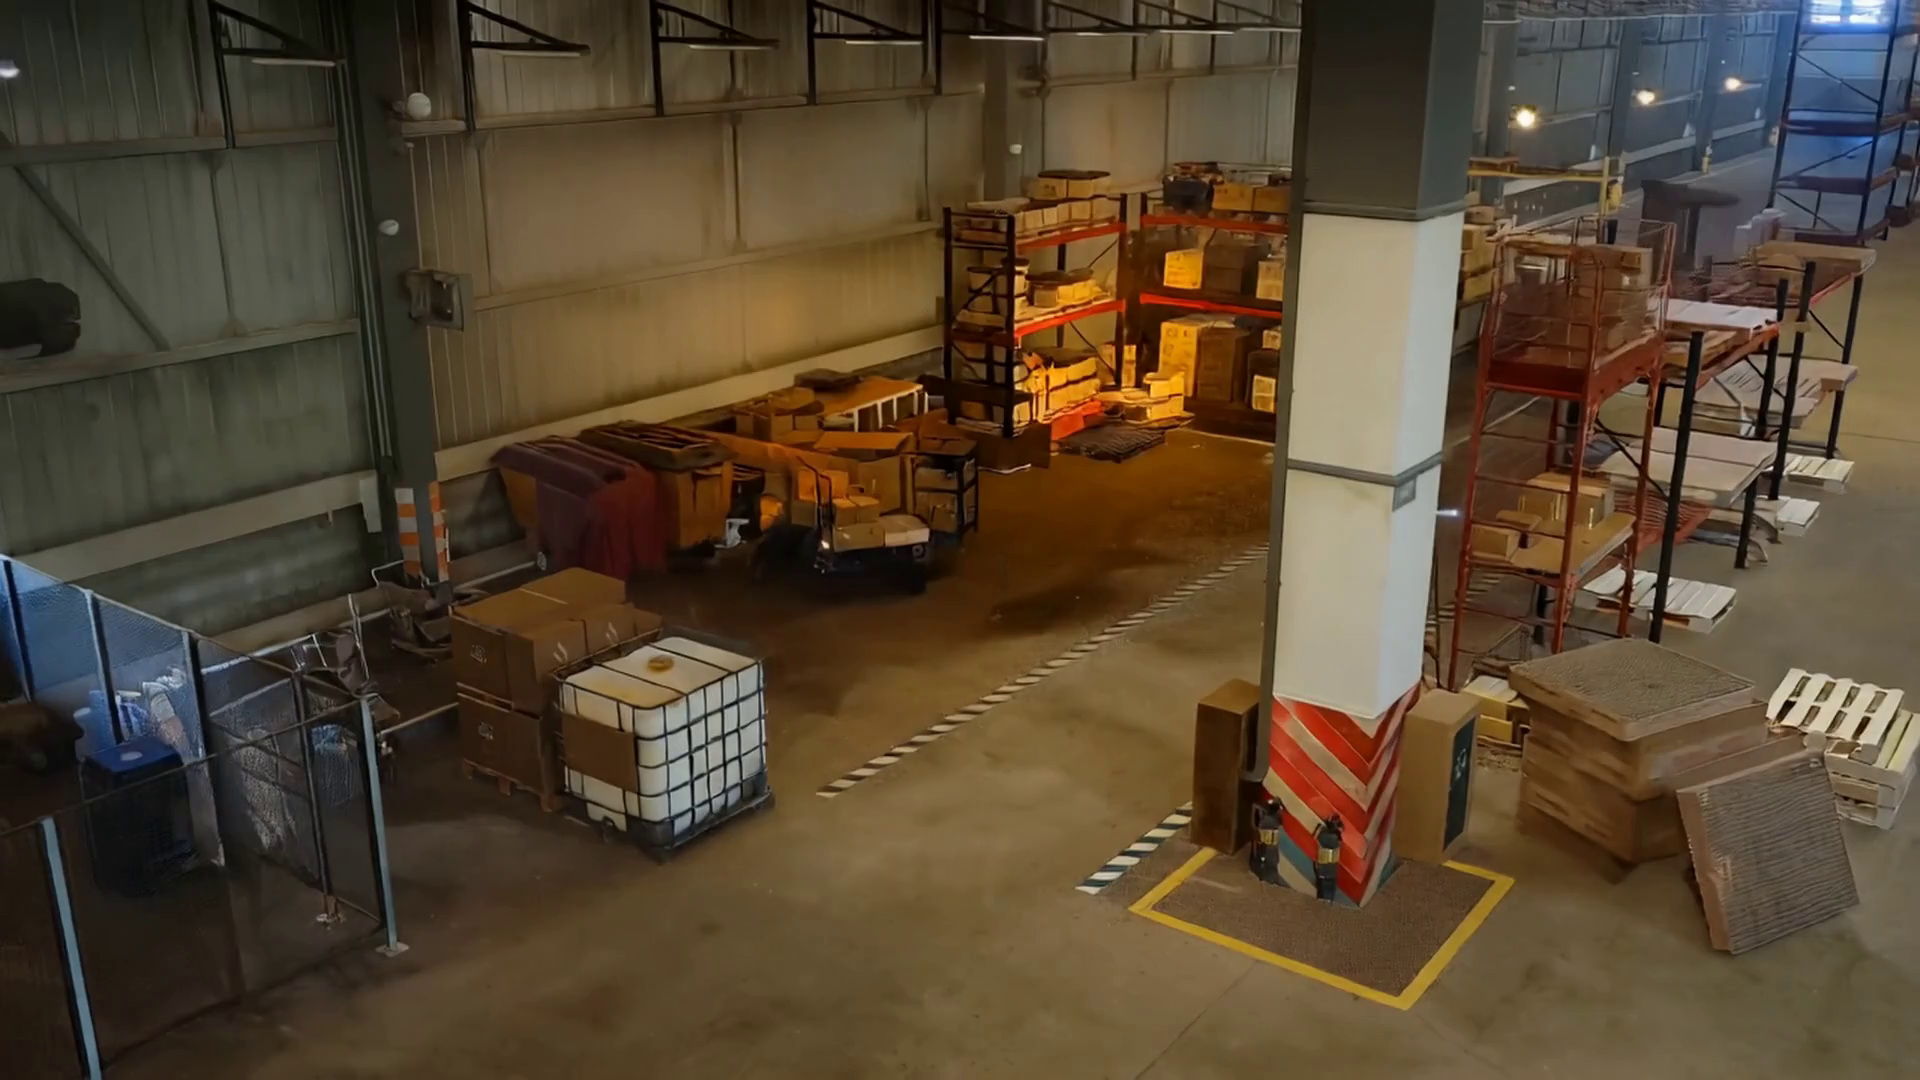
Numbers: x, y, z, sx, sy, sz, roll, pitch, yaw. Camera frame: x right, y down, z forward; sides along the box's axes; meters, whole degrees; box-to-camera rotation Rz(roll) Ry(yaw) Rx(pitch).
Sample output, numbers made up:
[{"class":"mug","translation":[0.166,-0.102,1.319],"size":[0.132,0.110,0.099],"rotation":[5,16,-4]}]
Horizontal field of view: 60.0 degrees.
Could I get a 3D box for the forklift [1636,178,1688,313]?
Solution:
[{"class":"forklift","translation":[11.442,-4.517,27.445],"size":[1.873,2.768,1.129],"rotation":[-1,18,-4]}]
